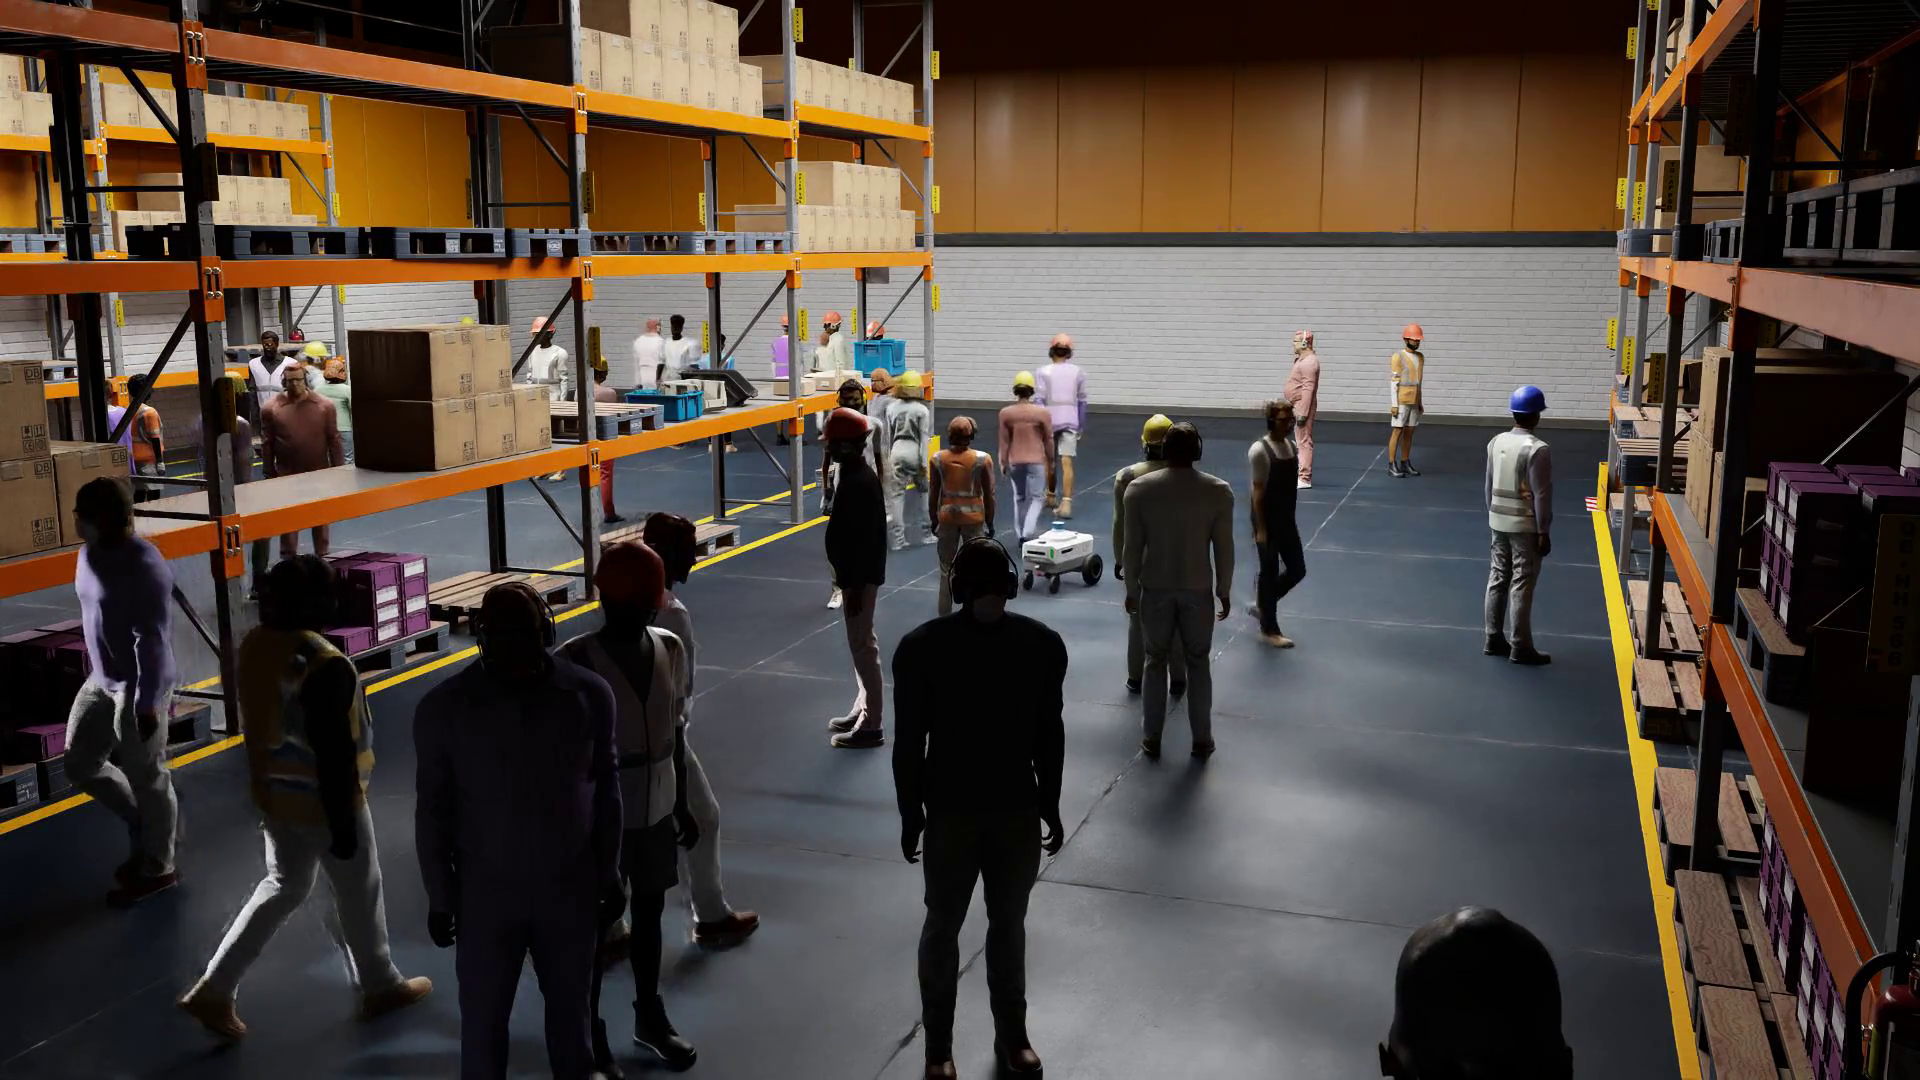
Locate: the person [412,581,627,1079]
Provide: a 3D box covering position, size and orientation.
[{"bbox_3d":[-1.351,1.066,5.195,0.645,1.908,0.408,-5,11,-27],"label":"person"}]

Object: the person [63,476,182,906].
[{"bbox_3d":[-3.712,0.672,7.358,0.662,1.926,0.445,7,12,36],"label":"person"}]

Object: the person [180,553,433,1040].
[{"bbox_3d":[-2.429,0.950,6.115,0.645,1.817,0.845,8,13,39],"label":"person"}]

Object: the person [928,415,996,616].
[{"bbox_3d":[0.015,-0.127,12.665,0.523,1.638,0.310,2,10,13],"label":"person"}]

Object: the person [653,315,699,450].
[{"bbox_3d":[-4.081,-2.247,23.783,0.689,1.930,0.645,4,11,24],"label":"person"}]

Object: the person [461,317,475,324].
[{"bbox_3d":[-7.921,-2.721,26.909,0.308,1.772,0.525,-2,10,-11],"label":"person"}]

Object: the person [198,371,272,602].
[{"bbox_3d":[-5.858,-0.424,13.580,0.600,1.909,0.603,5,11,26],"label":"person"}]

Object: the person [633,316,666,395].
[{"bbox_3d":[-4.499,-2.313,24.288,0.654,1.892,0.644,6,12,31],"label":"person"}]

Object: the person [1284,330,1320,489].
[{"bbox_3d":[4.109,-1.570,20.043,0.407,1.908,0.641,1,10,8],"label":"person"}]

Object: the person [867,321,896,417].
[{"bbox_3d":[-1.088,-1.903,21.860,0.541,1.932,0.382,3,11,19],"label":"person"}]

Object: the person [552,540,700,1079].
[{"bbox_3d":[-1.149,0.947,5.806,0.542,1.928,0.375,-10,14,-44],"label":"person"}]

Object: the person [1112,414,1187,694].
[{"bbox_3d":[1.293,0.097,10.846,0.600,1.836,0.404,1,10,8],"label":"person"}]

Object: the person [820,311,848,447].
[{"bbox_3d":[-1.788,-2.267,23.715,0.396,1.992,0.623,-2,10,-10],"label":"person"}]

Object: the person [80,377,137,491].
[{"bbox_3d":[-7.185,-0.480,14.075,0.374,1.841,0.575,1,10,6],"label":"person"}]

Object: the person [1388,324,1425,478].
[{"bbox_3d":[5.666,-1.754,20.990,0.549,1.936,0.377,-7,12,-33],"label":"person"}]

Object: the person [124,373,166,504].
[{"bbox_3d":[-7.848,-0.758,16.046,0.539,1.700,0.317,7,12,34],"label":"person"}]

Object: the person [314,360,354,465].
[{"bbox_3d":[-7.021,-1.212,18.790,0.508,1.632,0.264,1,10,4],"label":"person"}]

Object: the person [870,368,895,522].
[{"bbox_3d":[-0.813,-1.004,17.625,0.285,1.631,0.501,-4,11,-24],"label":"person"}]

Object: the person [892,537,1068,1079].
[{"bbox_3d":[0.077,0.943,5.799,0.630,1.940,0.372,-3,10,-16],"label":"person"}]

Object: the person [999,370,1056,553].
[{"bbox_3d":[0.621,-0.743,15.833,0.545,1.742,0.749,4,11,20],"label":"person"}]

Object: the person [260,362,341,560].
[{"bbox_3d":[-5.786,-0.610,14.634,0.651,1.906,0.402,-5,11,-26],"label":"person"}]

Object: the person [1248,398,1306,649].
[{"bbox_3d":[2.292,-0.120,12.106,0.509,1.832,0.435,-7,12,-36],"label":"person"}]

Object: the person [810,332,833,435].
[{"bbox_3d":[-2.091,-2.447,25.867,0.505,1.593,0.886,0,10,0],"label":"person"}]

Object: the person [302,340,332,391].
[{"bbox_3d":[-7.440,-1.400,19.300,0.404,1.829,0.601,-8,13,-39],"label":"person"}]

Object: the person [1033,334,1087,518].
[{"bbox_3d":[1.085,-1.249,18.119,0.611,1.959,1.092,-1,10,-6],"label":"person"}]

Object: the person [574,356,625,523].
[{"bbox_3d":[-3.813,-1.063,17.581,0.533,1.767,0.326,4,11,21],"label":"person"}]

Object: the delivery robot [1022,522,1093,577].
[{"bbox_3d":[0.839,0.087,14.247,0.477,0.478,0.707,7,12,35],"label":"delivery robot"}]

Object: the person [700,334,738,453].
[{"bbox_3d":[-3.387,-2.057,23.386,0.529,1.692,0.321,3,10,15],"label":"person"}]

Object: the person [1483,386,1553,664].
[{"bbox_3d":[3.939,-0.102,11.690,0.407,1.946,0.619,-4,11,-20],"label":"person"}]

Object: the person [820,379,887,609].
[{"bbox_3d":[-0.860,-0.366,13.375,0.535,1.865,0.312,-1,10,-3],"label":"person"}]

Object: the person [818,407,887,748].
[{"bbox_3d":[-0.623,0.217,9.731,0.394,1.990,0.618,-1,10,-4],"label":"person"}]

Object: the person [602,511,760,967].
[{"bbox_3d":[-1.191,0.796,6.839,0.817,1.850,0.609,-9,13,-40],"label":"person"}]

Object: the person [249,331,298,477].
[{"bbox_3d":[-8.111,-1.524,19.744,0.591,1.918,0.383,-1,10,-5],"label":"person"}]

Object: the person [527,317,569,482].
[{"bbox_3d":[-5.110,-1.730,20.559,0.606,2.044,0.373,5,11,25],"label":"person"}]

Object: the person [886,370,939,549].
[{"bbox_3d":[-0.458,-0.785,16.156,0.491,1.720,0.717,5,11,24],"label":"person"}]

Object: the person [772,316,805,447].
[{"bbox_3d":[-2.467,-2.316,24.214,0.547,1.925,0.413,7,12,33],"label":"person"}]

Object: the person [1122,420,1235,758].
[{"bbox_3d":[1.243,0.286,9.497,0.635,1.937,0.352,2,10,9],"label":"person"}]
